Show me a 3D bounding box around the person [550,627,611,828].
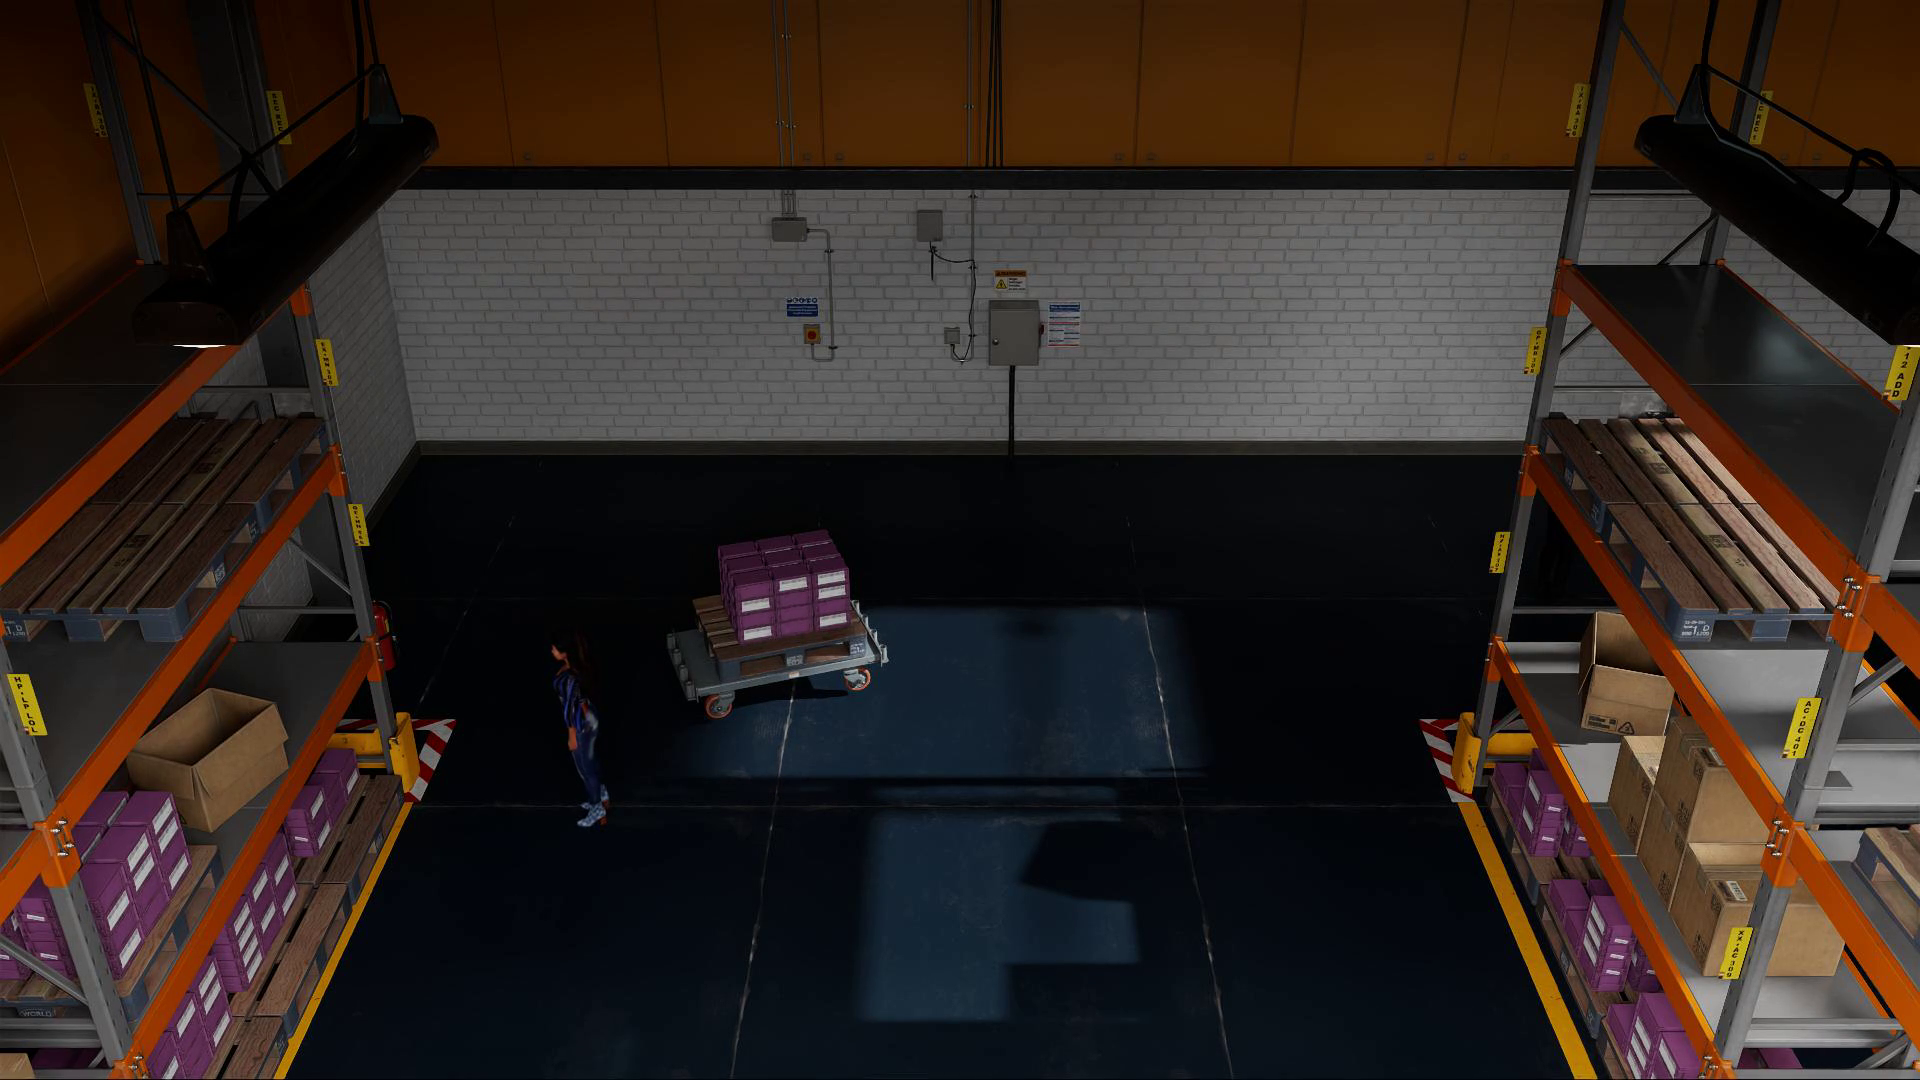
[{"bbox_3d":[-2.672,1.308,11.753,0.697,1.622,0.528,-4,29,-7],"label":"person"}]

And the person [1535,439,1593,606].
[{"bbox_3d":[5.299,-0.230,14.501,0.720,1.689,0.602,-10,30,-18],"label":"person"}]
